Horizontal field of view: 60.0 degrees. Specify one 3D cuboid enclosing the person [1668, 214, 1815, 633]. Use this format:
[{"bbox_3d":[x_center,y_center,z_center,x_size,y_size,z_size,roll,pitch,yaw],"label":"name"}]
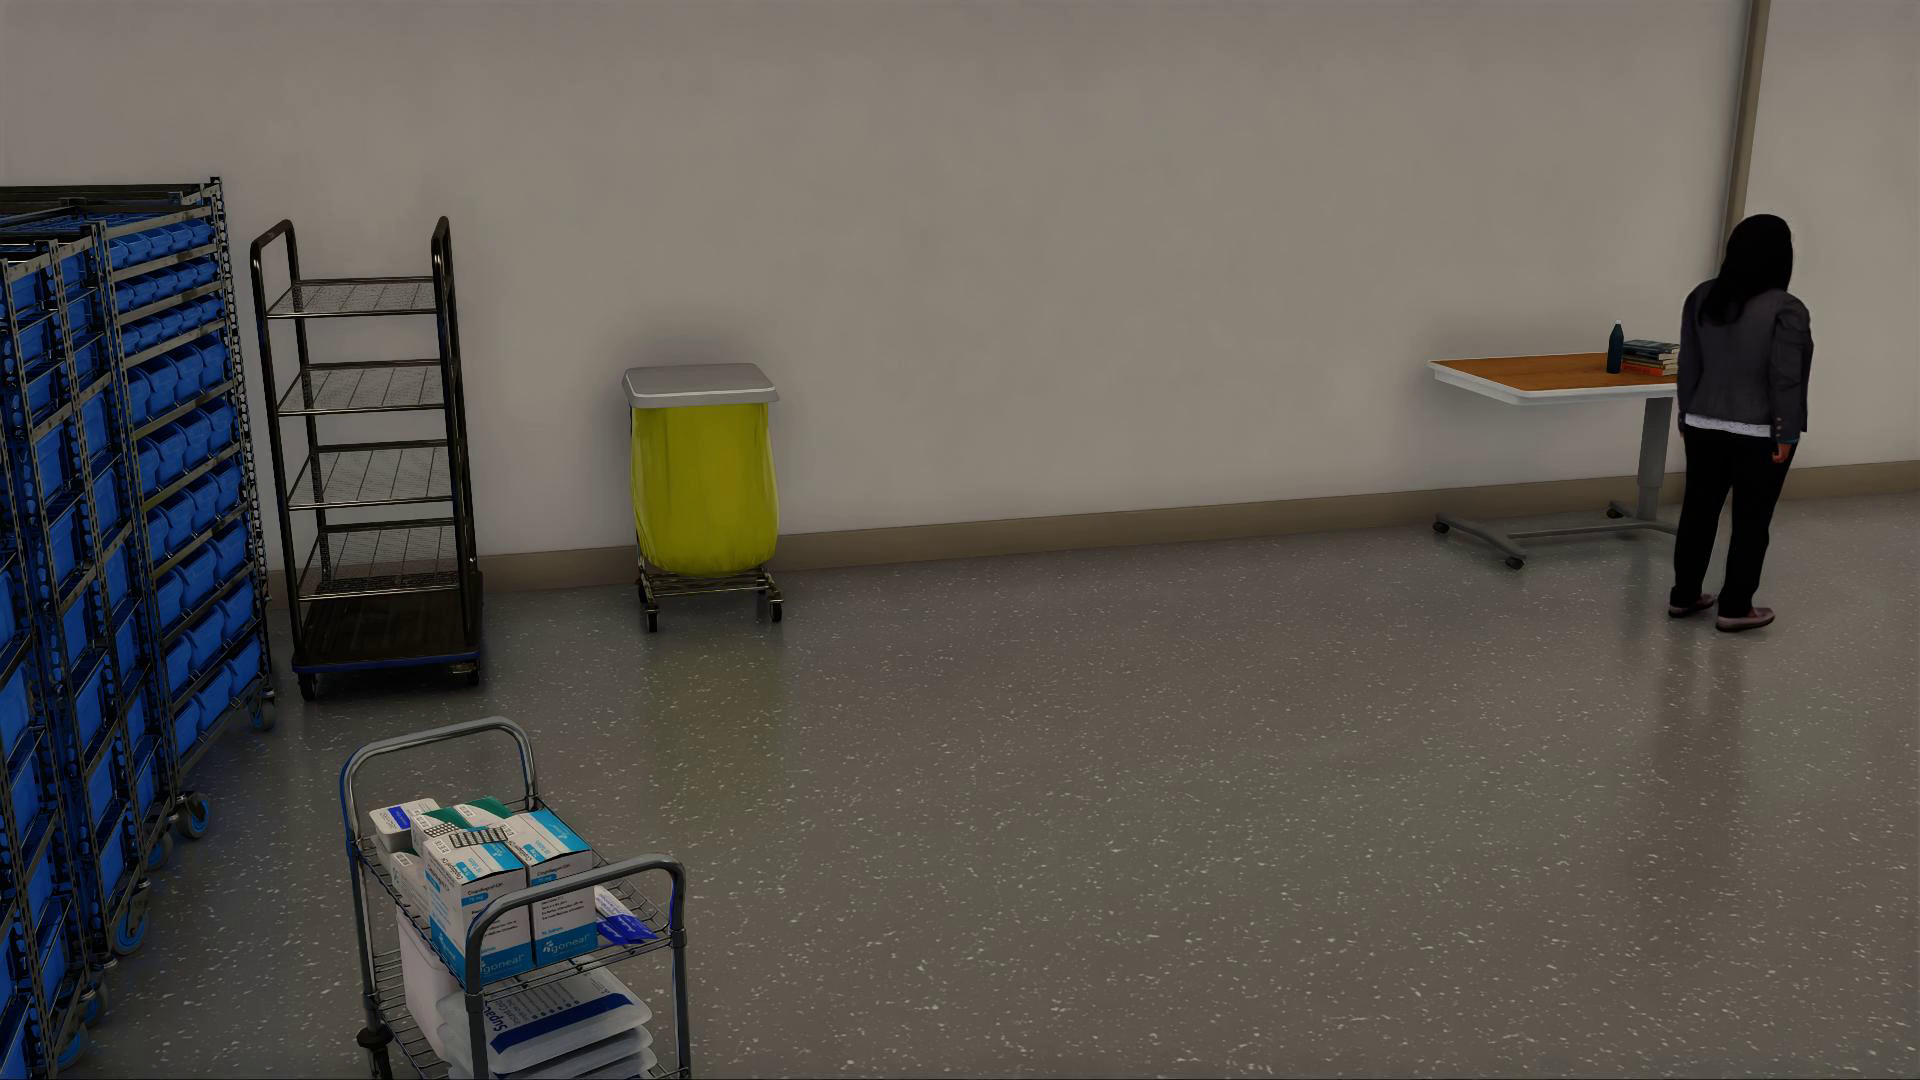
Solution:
[{"bbox_3d":[2.998,-0.446,6.409,0.748,1.597,0.745,-9,18,-29],"label":"person"}]
